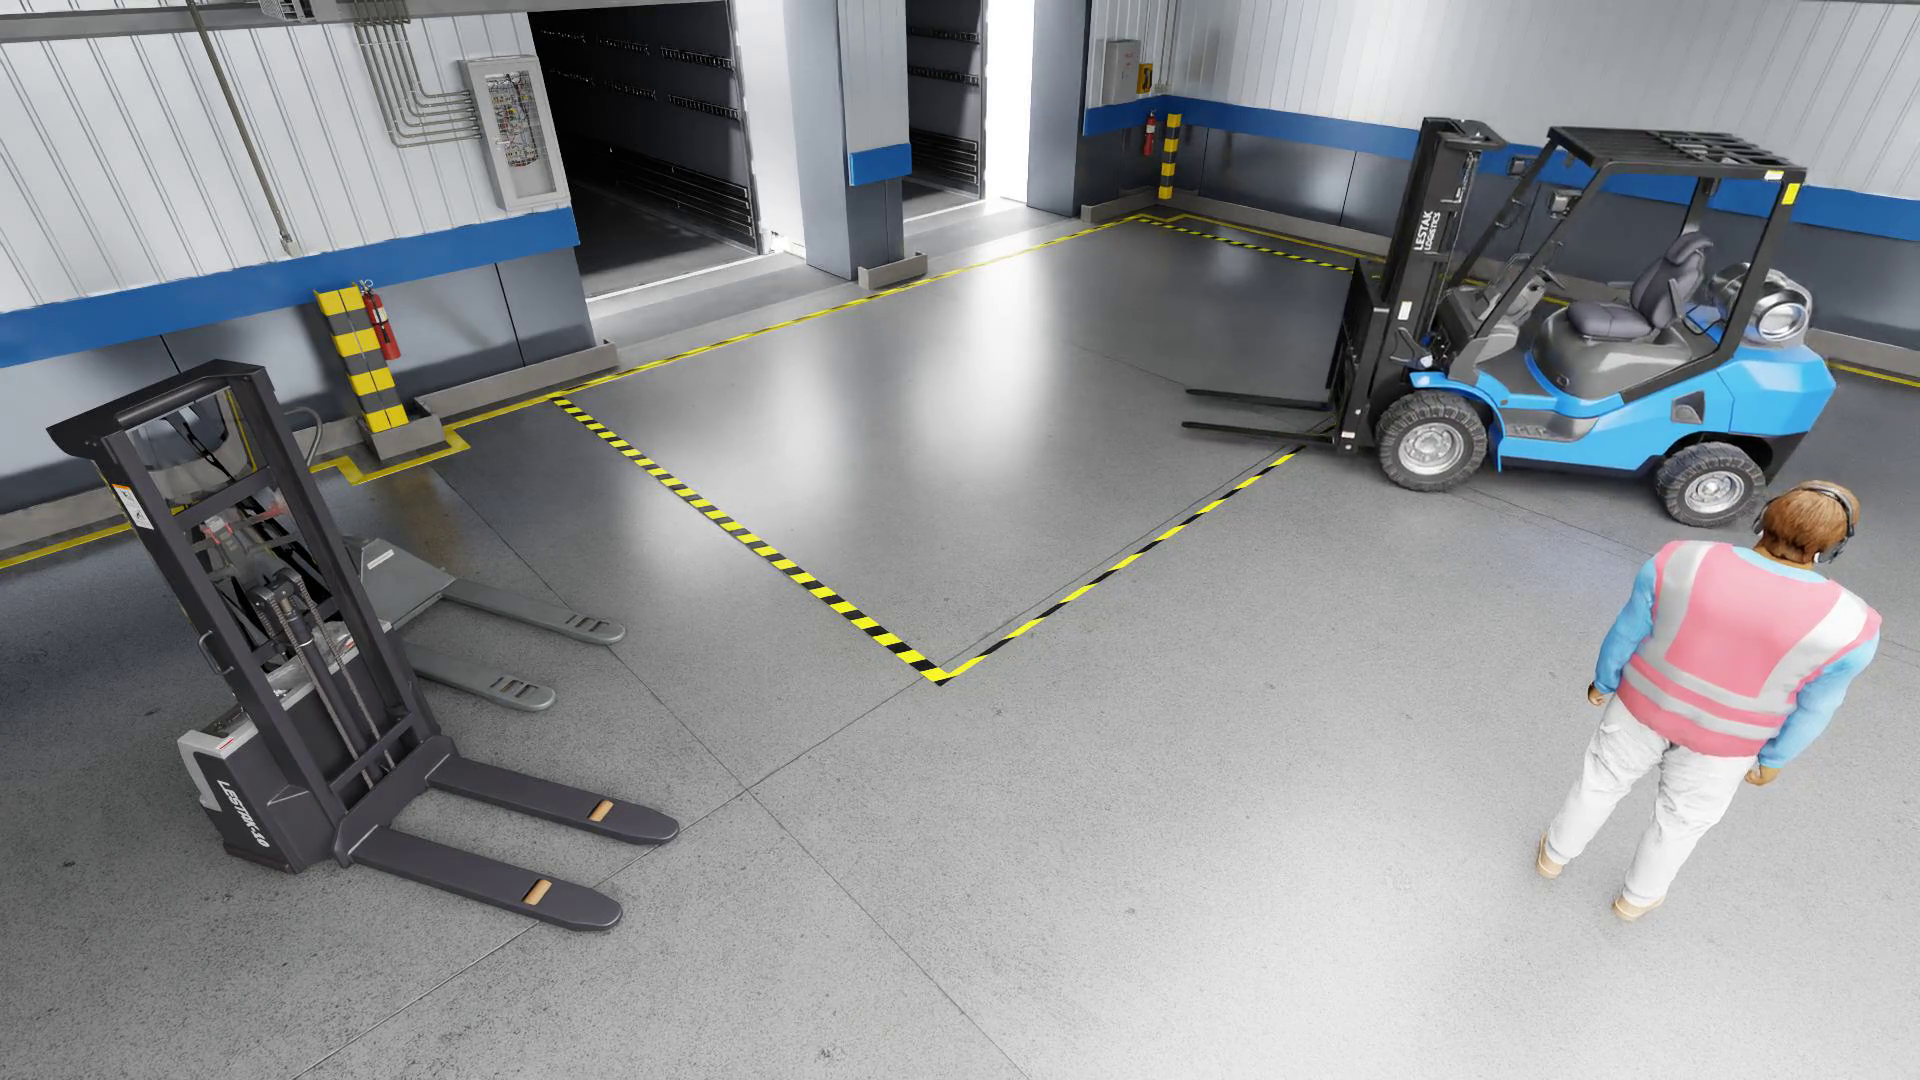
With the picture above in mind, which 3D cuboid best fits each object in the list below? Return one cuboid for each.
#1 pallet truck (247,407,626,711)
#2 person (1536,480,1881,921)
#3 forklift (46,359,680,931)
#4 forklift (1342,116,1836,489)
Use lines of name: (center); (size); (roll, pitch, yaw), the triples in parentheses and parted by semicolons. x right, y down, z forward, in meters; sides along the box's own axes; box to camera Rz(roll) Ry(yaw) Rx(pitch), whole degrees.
pallet truck: (-2.628, 0.038, 4.590); (1.601, 1.201, 0.680); (12, 36, 18)
person: (2.558, 0.607, 3.218); (0.430, 1.842, 0.625); (-27, 42, -34)
forklift: (-2.135, 0.422, 3.354); (1.885, 1.965, 0.823); (10, 35, 14)
forklift: (4.017, -1.519, 5.891); (2.680, 2.036, 1.157); (8, 35, 12)
